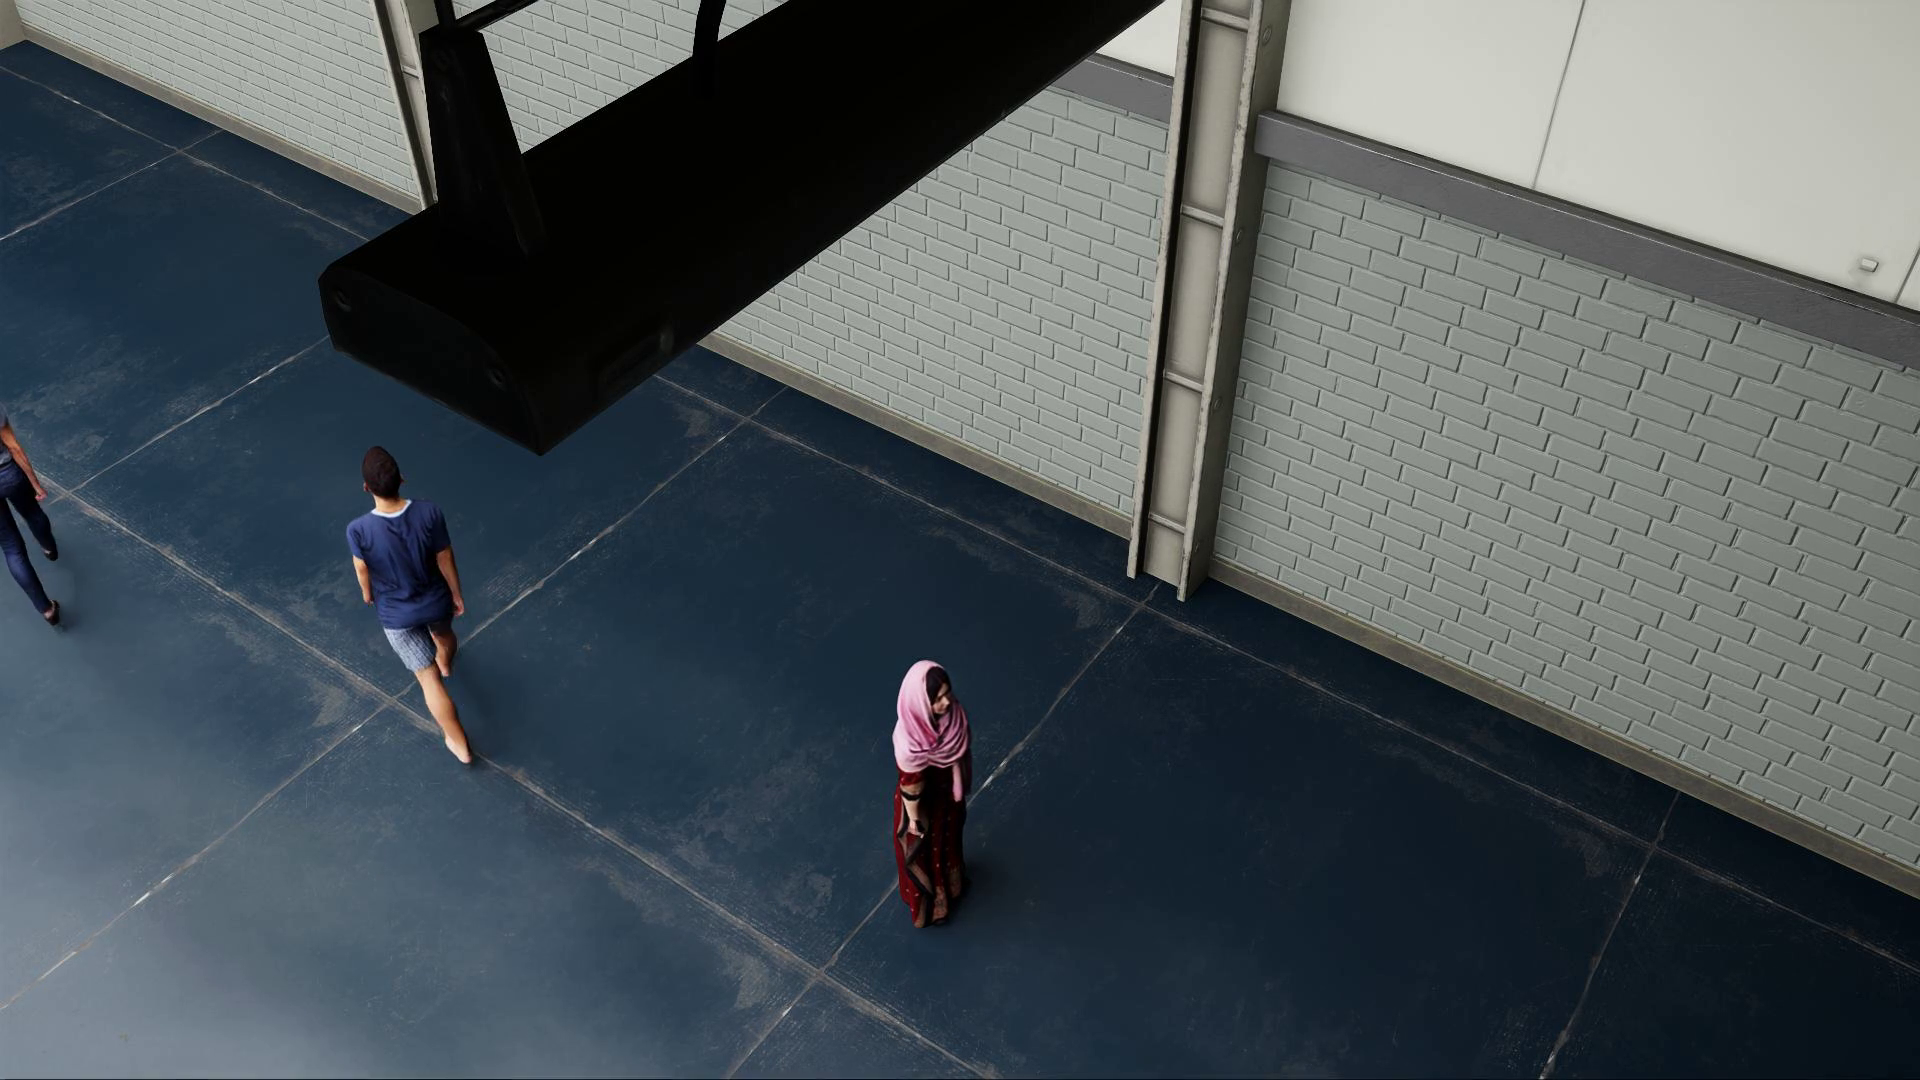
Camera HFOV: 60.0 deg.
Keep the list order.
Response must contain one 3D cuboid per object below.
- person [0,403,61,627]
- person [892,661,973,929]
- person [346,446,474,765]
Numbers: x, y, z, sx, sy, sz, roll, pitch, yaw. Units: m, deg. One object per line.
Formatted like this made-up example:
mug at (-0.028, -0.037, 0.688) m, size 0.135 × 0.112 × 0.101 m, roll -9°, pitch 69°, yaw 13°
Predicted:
person at (-5.276, -0.248, 9.113) m, size 0.910 × 1.680 × 1.185 m, roll -21°, pitch 47°, yaw -21°
person at (-0.137, 1.144, 7.653) m, size 0.639 × 1.638 × 0.688 m, roll 19°, pitch 46°, yaw 20°
person at (-2.708, 0.386, 8.350) m, size 0.912 × 1.794 × 1.232 m, roll -24°, pitch 48°, yaw -23°
